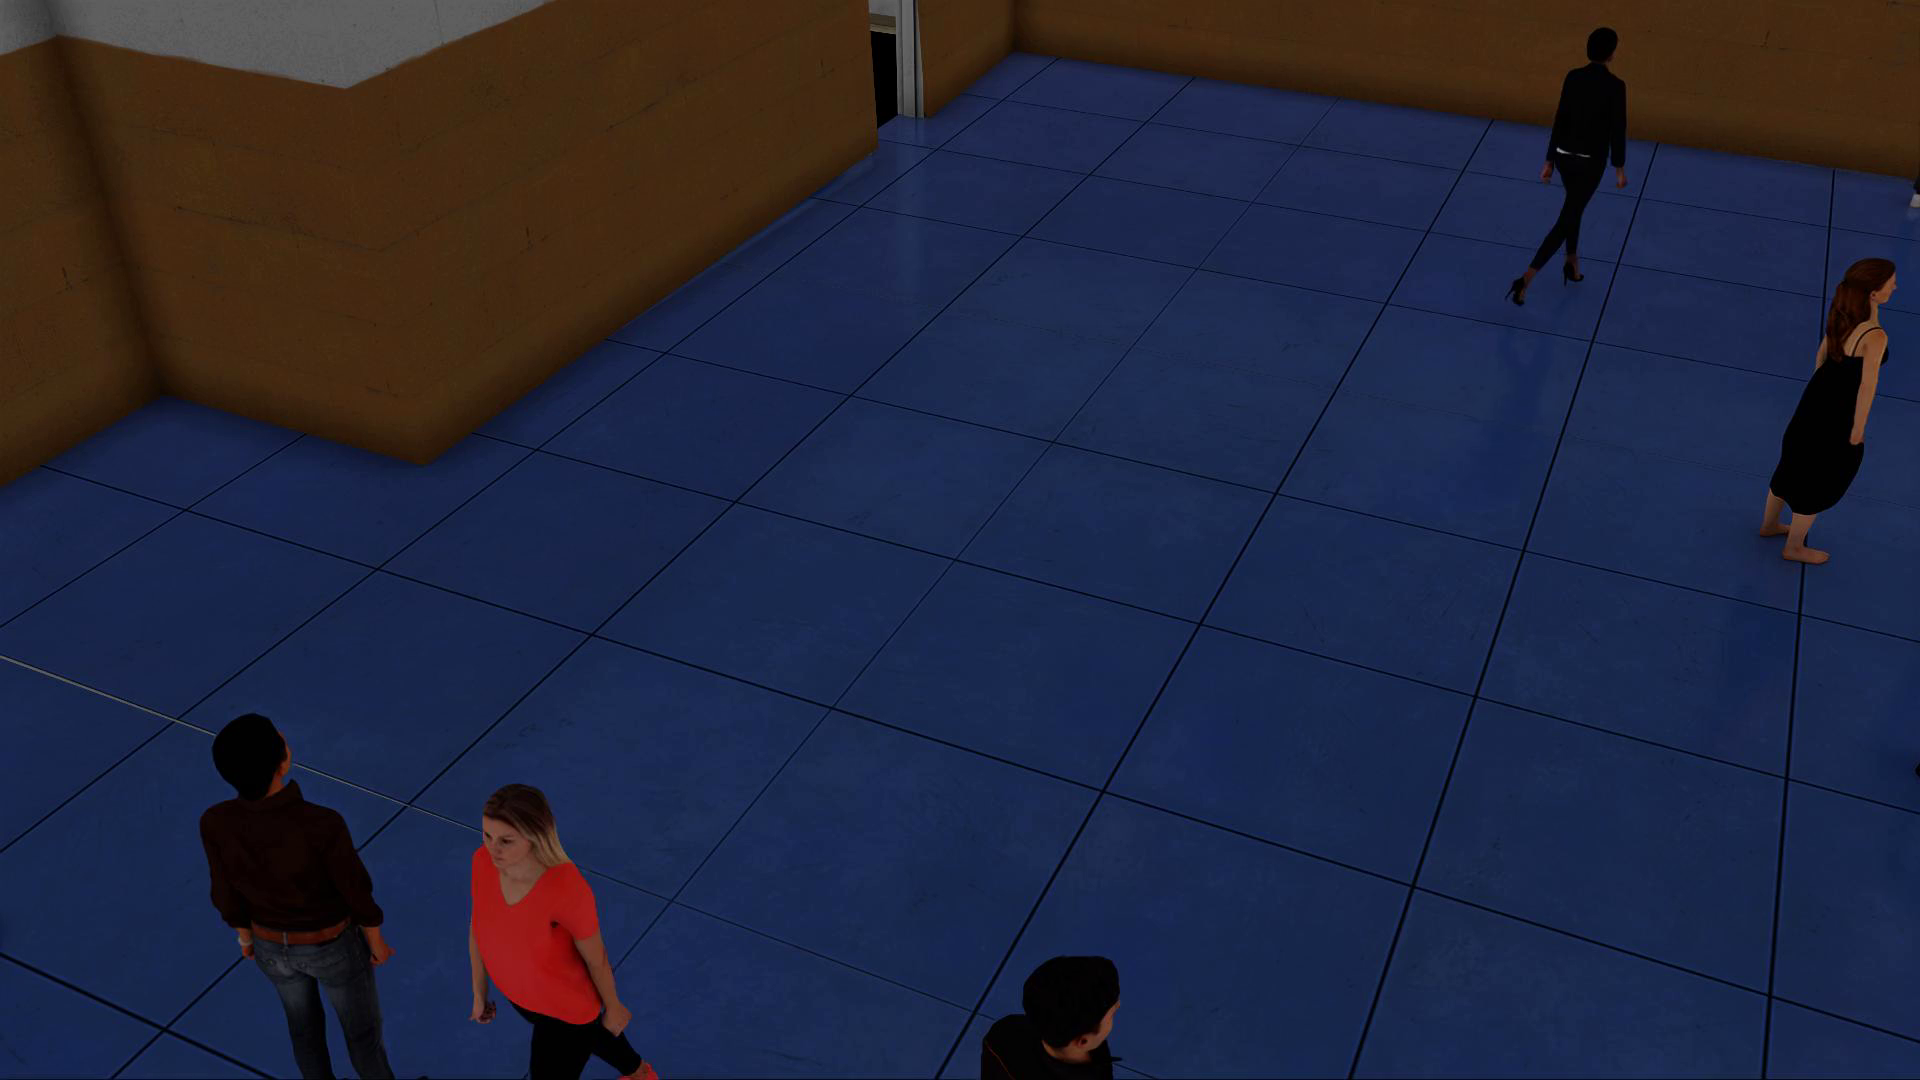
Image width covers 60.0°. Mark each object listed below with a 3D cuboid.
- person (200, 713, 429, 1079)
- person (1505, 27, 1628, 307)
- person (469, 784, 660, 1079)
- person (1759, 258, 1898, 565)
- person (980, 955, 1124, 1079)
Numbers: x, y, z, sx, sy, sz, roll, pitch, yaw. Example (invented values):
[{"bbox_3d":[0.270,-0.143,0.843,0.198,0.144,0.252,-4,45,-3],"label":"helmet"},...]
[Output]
[{"bbox_3d":[-2.062,1.278,5.265,0.597,1.781,0.767,2,34,3],"label":"person"},{"bbox_3d":[3.915,-2.321,10.668,1.057,1.789,1.155,-20,39,-28],"label":"person"},{"bbox_3d":[-1.217,1.389,5.226,1.102,1.639,0.760,19,38,26],"label":"person"},{"bbox_3d":[4.351,-0.656,8.314,0.702,1.624,0.668,-3,34,-5],"label":"person"},{"bbox_3d":[0.242,1.796,4.338,0.848,1.945,0.744,-17,37,-24],"label":"person"}]
